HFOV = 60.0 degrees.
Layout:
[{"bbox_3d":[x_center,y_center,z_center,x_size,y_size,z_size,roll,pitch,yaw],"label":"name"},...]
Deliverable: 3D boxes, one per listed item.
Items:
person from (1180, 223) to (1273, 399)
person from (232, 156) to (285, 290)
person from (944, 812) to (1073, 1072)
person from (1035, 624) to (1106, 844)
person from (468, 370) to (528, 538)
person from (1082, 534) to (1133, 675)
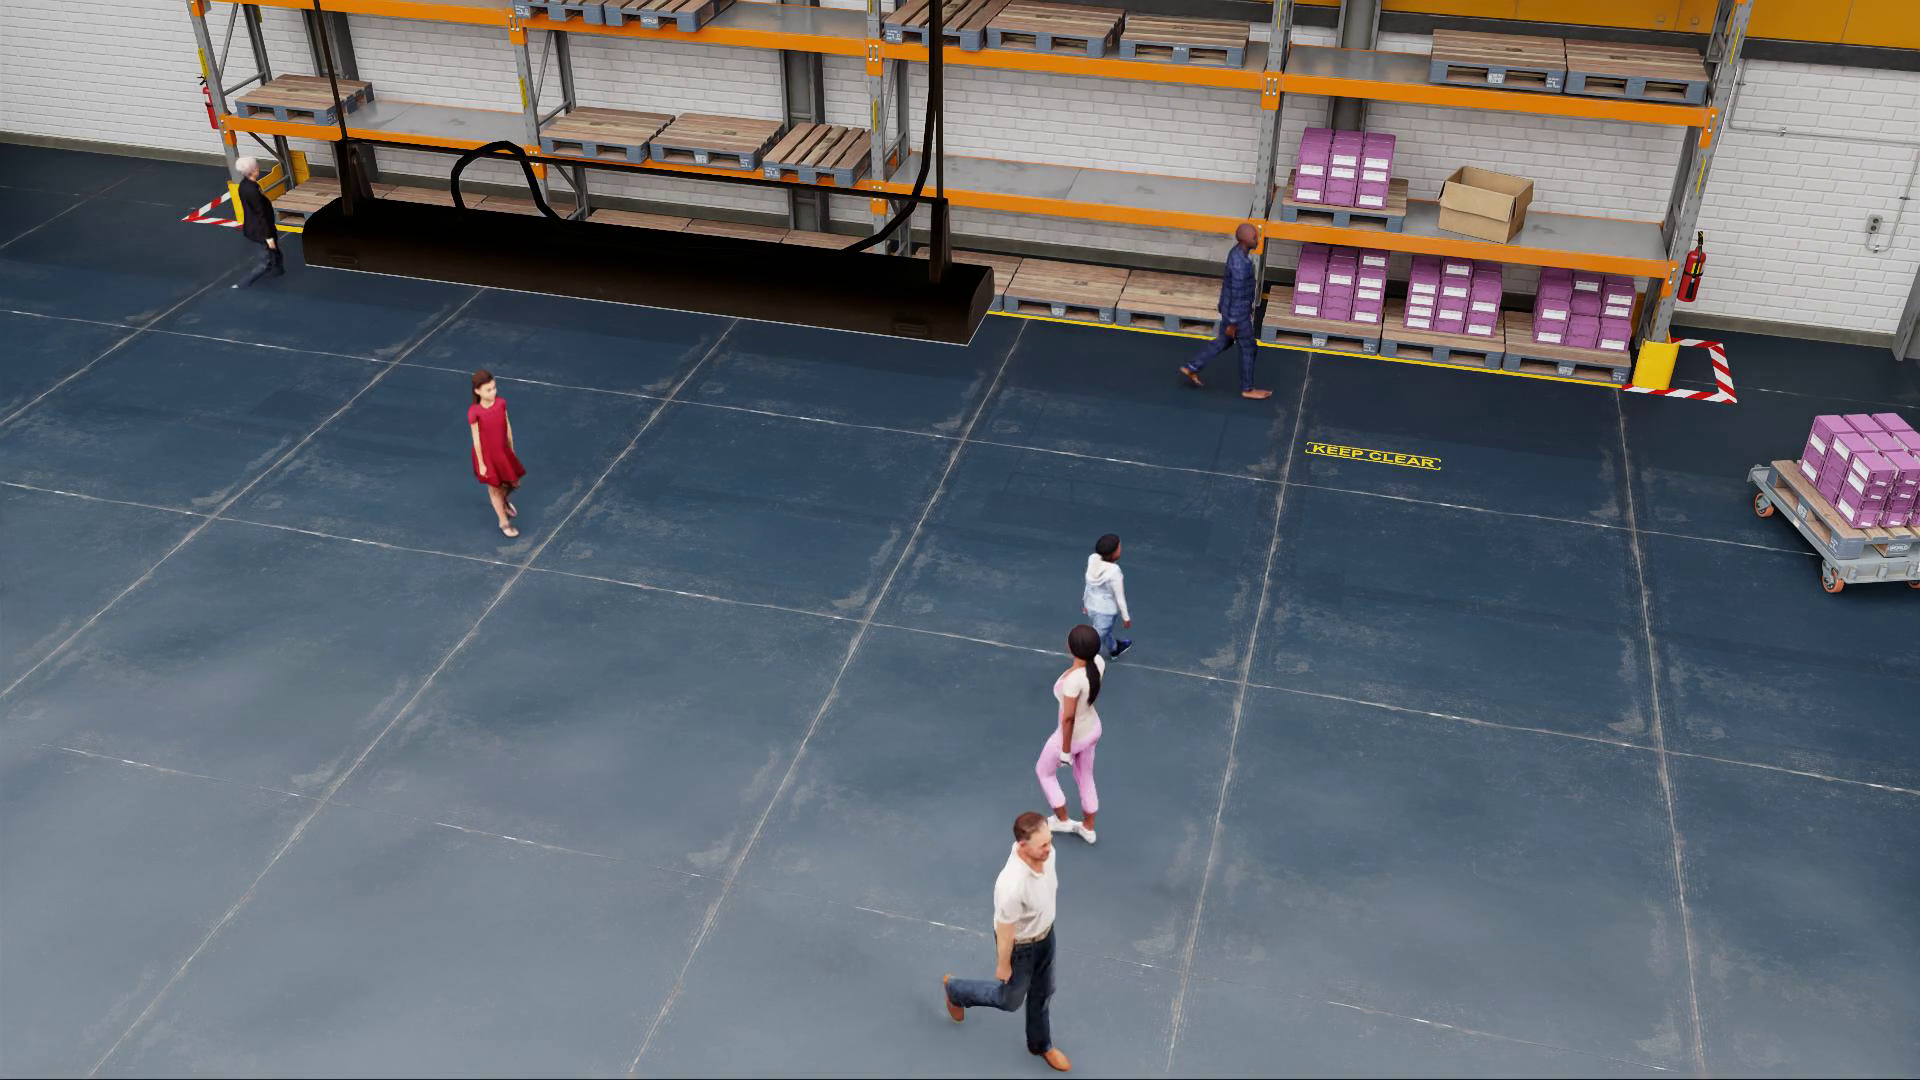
[{"bbox_3d":[2.569,-2.202,15.935,1.168,1.792,0.768,3,34,5],"label":"person"},{"bbox_3d":[-7.797,-3.347,18.337,1.117,1.773,1.127,-17,37,-24],"label":"person"},{"bbox_3d":[0.275,2.188,9.293,1.159,1.834,0.898,20,39,28],"label":"person"},{"bbox_3d":[0.825,1.298,10.728,0.742,1.727,0.698,22,39,29],"label":"person"},{"bbox_3d":[-3.963,-0.761,13.992,0.836,1.542,0.732,28,43,35],"label":"person"},{"bbox_3d":[1.005,0.517,12.344,0.840,1.238,0.789,-19,38,-26],"label":"person"}]
